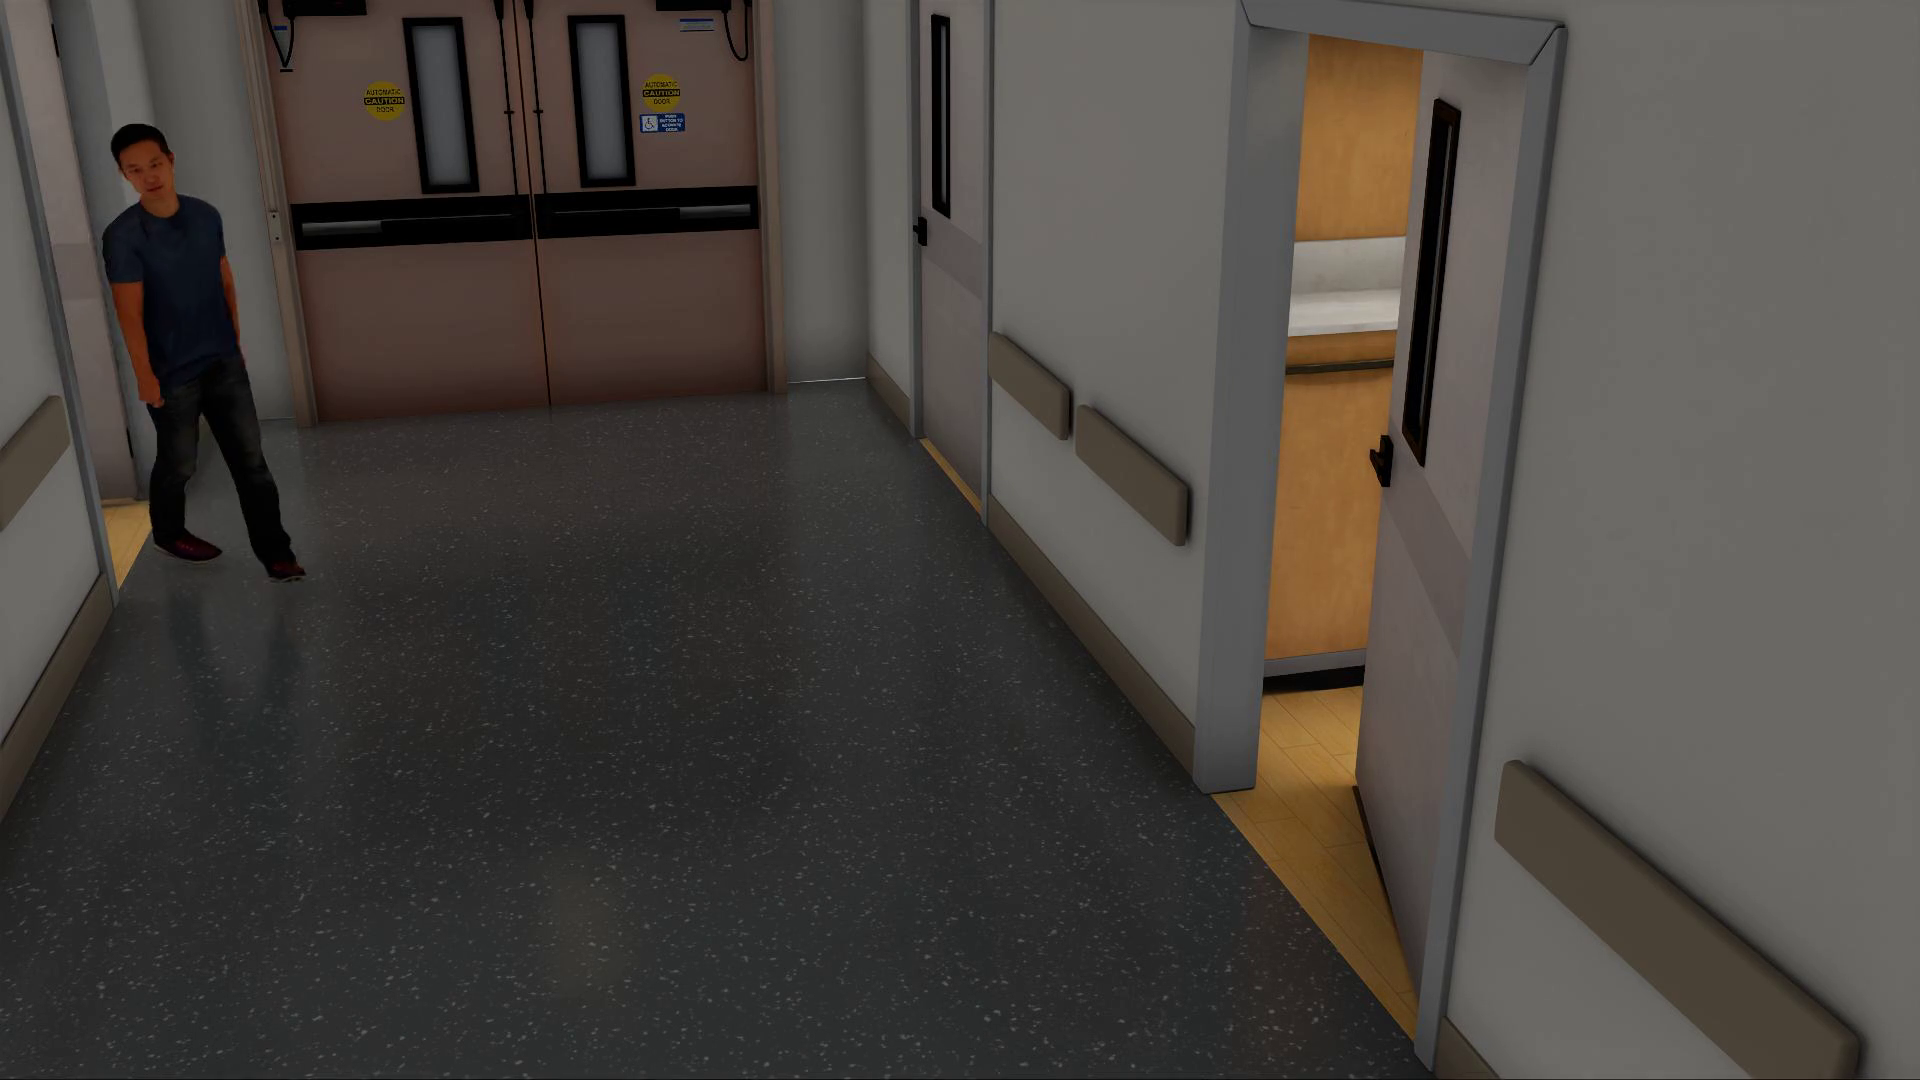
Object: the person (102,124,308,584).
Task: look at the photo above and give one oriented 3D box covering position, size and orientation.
[{"bbox_3d":[-2.972,-0.656,6.291,1.214,1.753,1.137,10,23,24],"label":"person"}]
